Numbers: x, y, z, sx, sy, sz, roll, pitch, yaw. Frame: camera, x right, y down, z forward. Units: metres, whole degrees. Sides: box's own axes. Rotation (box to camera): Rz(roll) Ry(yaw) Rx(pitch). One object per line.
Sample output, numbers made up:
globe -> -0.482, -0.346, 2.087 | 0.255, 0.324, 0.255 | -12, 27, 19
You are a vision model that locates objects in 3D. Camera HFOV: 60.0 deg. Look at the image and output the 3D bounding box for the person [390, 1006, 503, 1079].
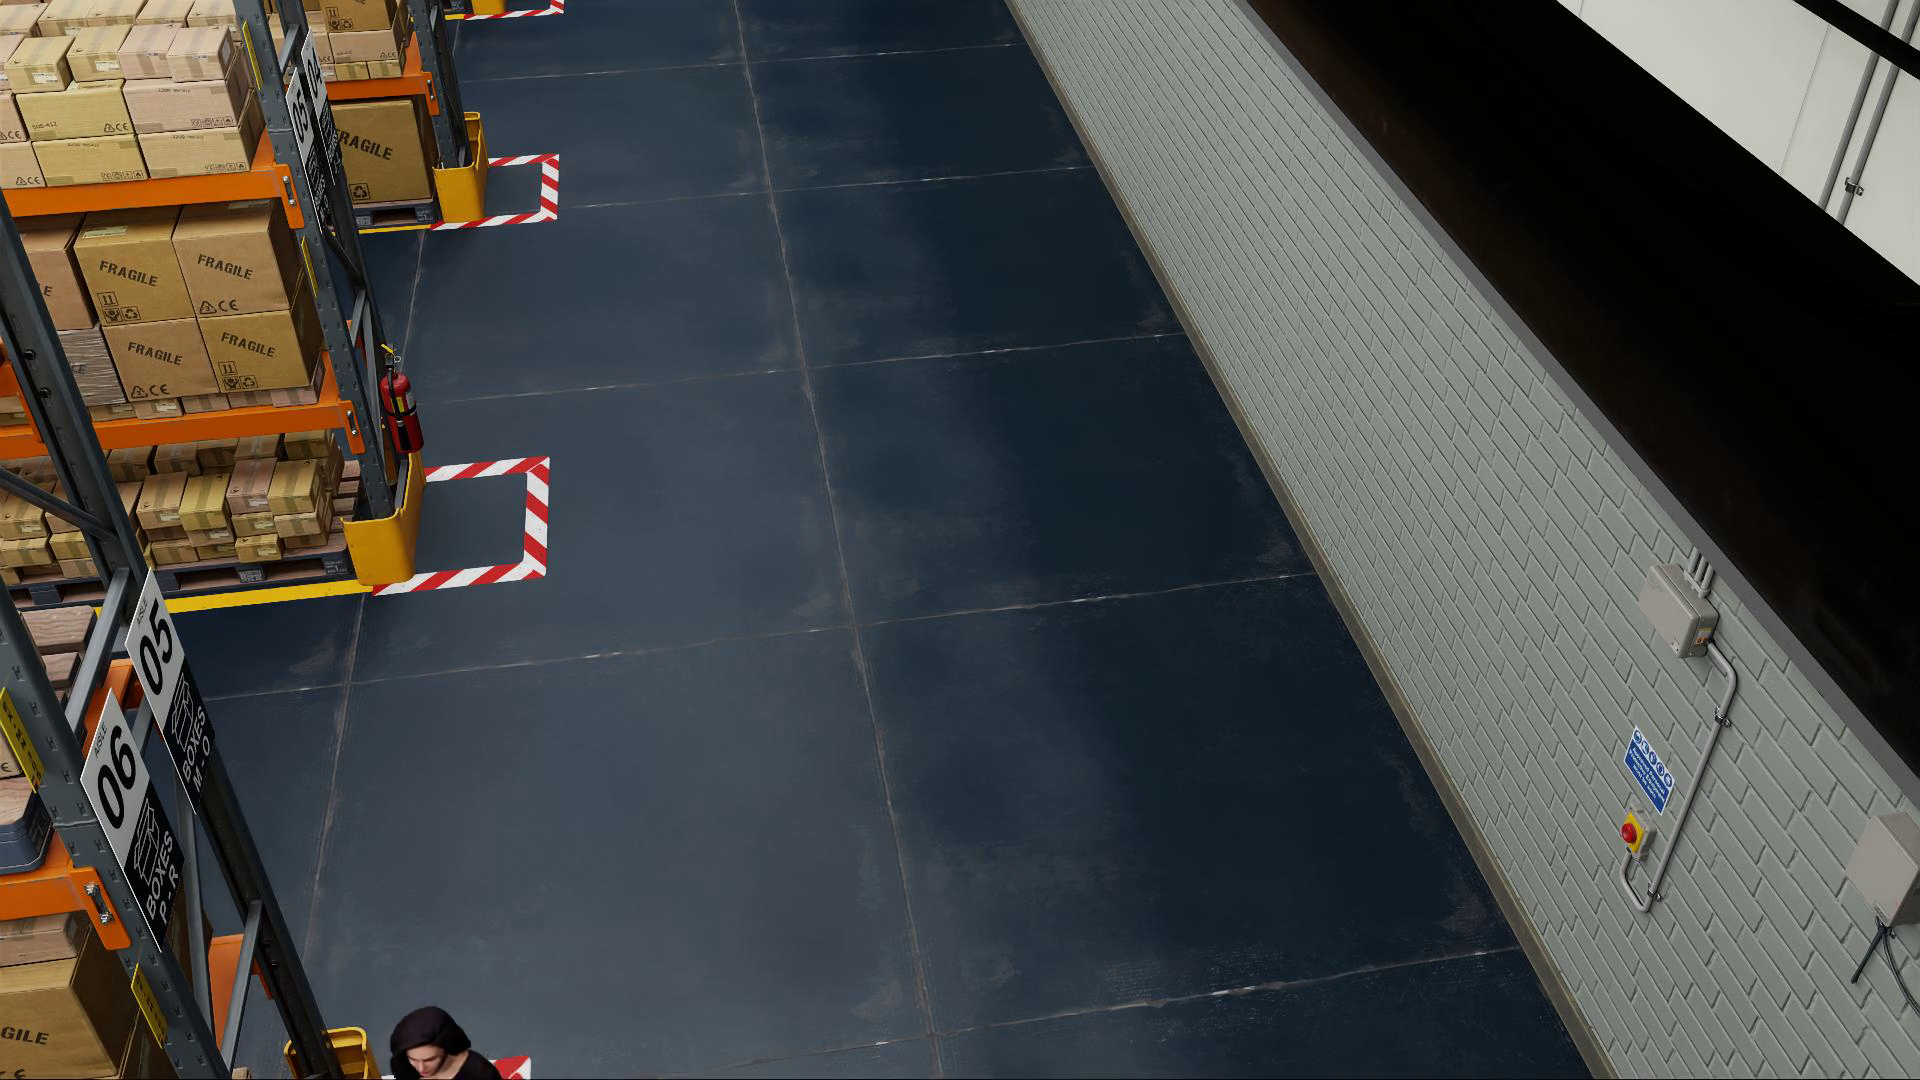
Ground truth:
person -> -1.877, 2.311, 6.465 | 0.781, 1.794, 0.810 | 8, 39, 10
